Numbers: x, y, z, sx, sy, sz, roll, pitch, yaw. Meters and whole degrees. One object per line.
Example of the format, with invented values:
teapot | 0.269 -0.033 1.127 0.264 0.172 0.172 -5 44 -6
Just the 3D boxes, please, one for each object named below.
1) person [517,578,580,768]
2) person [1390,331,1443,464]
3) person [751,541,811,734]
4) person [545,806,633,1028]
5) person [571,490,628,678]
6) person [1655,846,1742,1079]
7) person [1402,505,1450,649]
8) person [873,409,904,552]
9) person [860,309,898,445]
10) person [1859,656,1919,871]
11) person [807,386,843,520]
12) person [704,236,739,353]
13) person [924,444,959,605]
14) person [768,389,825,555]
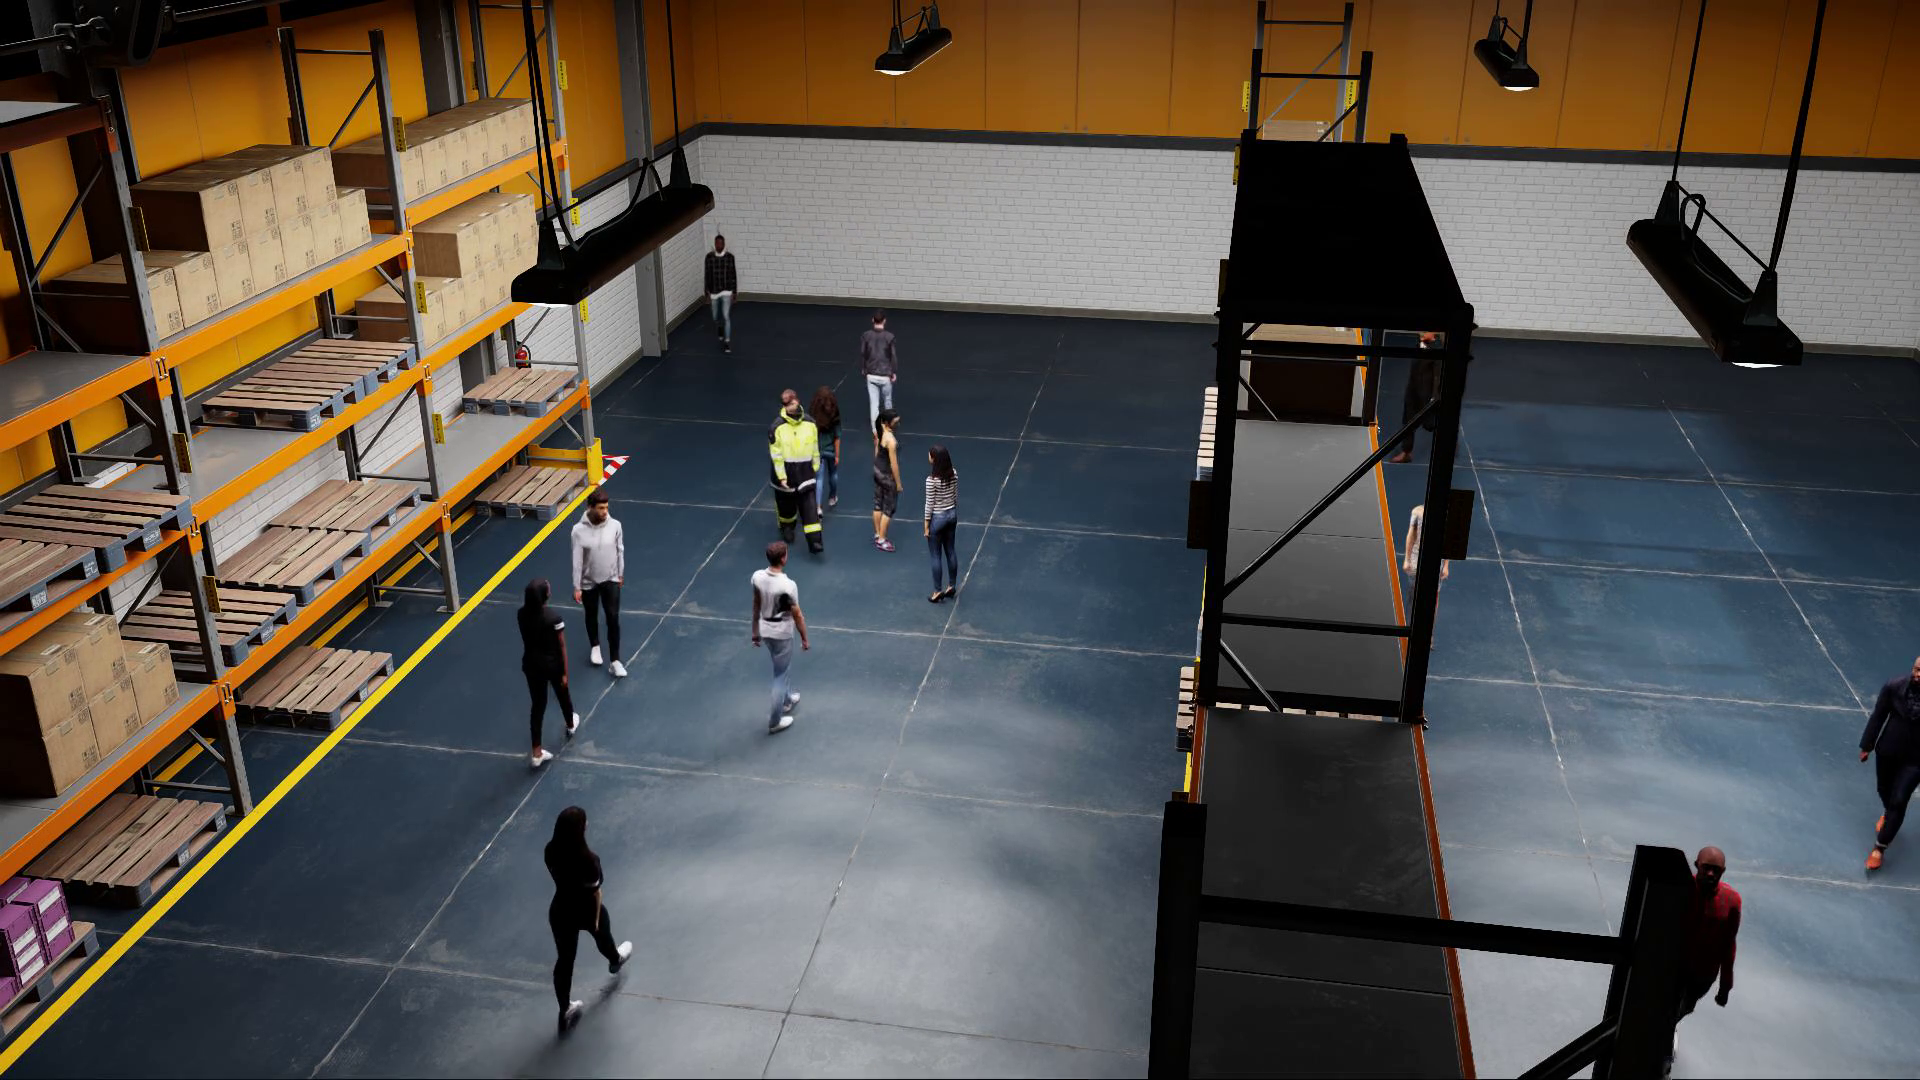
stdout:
person | -3.719 1.186 14.745 0.628 1.692 1.114 4 24 10
person | 6.079 -1.909 21.586 1.170 1.883 1.209 -10 26 -22
person | -1.726 0.916 15.192 0.877 1.830 0.992 15 28 31
person | -2.714 2.631 11.565 0.716 1.591 1.121 8 25 17
person | -3.590 0.362 16.386 1.020 1.887 1.154 -7 25 -17
person | 4.814 2.763 11.023 0.768 1.785 1.223 6 24 14
person | 4.709 0.241 16.746 0.651 1.822 0.603 10 26 22
person | -0.903 -0.743 19.150 0.839 1.699 0.719 -19 30 -36
person | -1.097 -2.154 22.243 0.728 1.806 1.073 2 24 4
person | 7.640 1.712 13.432 1.297 1.780 1.141 -22 32 -40
person | -1.638 -1.022 19.933 0.654 1.582 1.103 1 24 3
person | -3.786 -3.931 26.325 0.808 1.793 1.156 -1 24 -2
person | -0.191 -0.169 17.718 0.619 1.793 0.707 -20 31 -39
person | -1.941 -0.810 19.040 1.223 1.910 1.404 -10 26 -22
